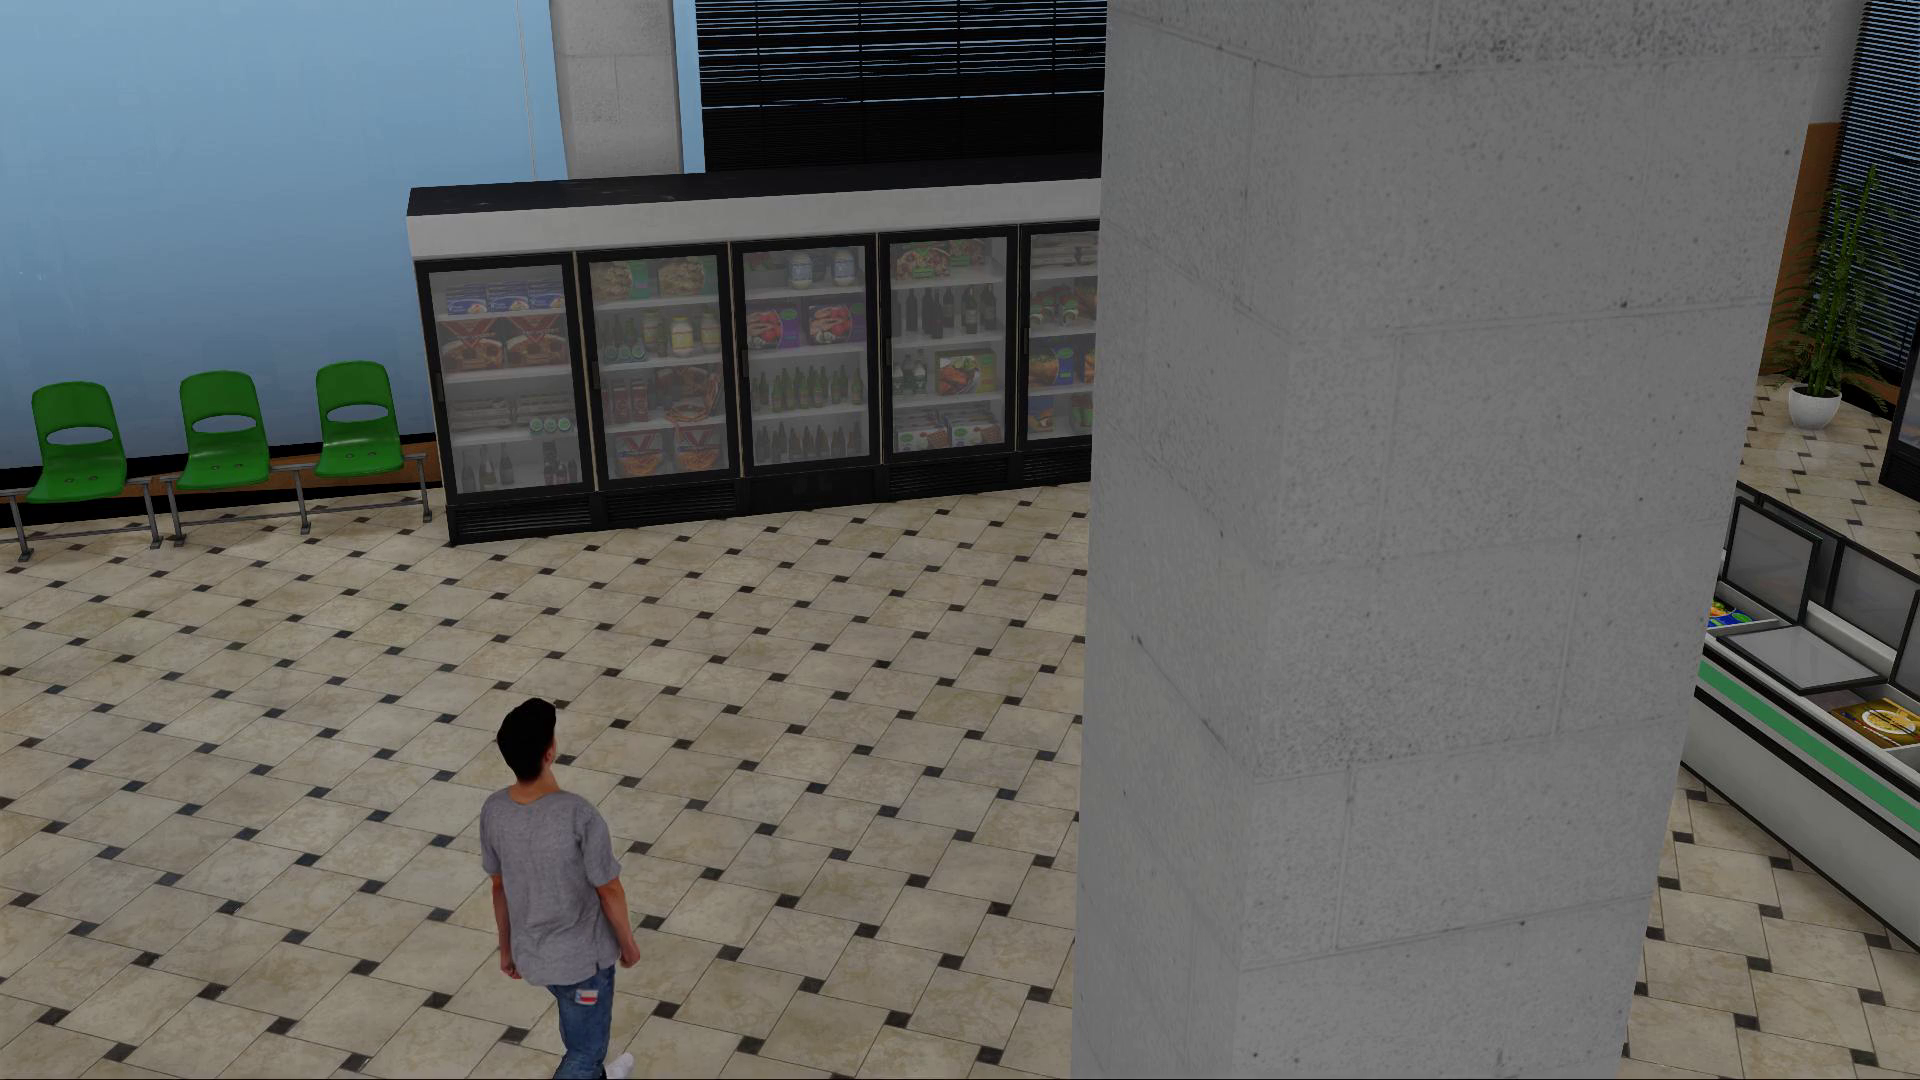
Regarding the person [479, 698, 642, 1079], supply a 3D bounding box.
[{"bbox_3d":[-1.450,1.481,5.899,1.128,1.859,1.253,10,26,22],"label":"person"}]
